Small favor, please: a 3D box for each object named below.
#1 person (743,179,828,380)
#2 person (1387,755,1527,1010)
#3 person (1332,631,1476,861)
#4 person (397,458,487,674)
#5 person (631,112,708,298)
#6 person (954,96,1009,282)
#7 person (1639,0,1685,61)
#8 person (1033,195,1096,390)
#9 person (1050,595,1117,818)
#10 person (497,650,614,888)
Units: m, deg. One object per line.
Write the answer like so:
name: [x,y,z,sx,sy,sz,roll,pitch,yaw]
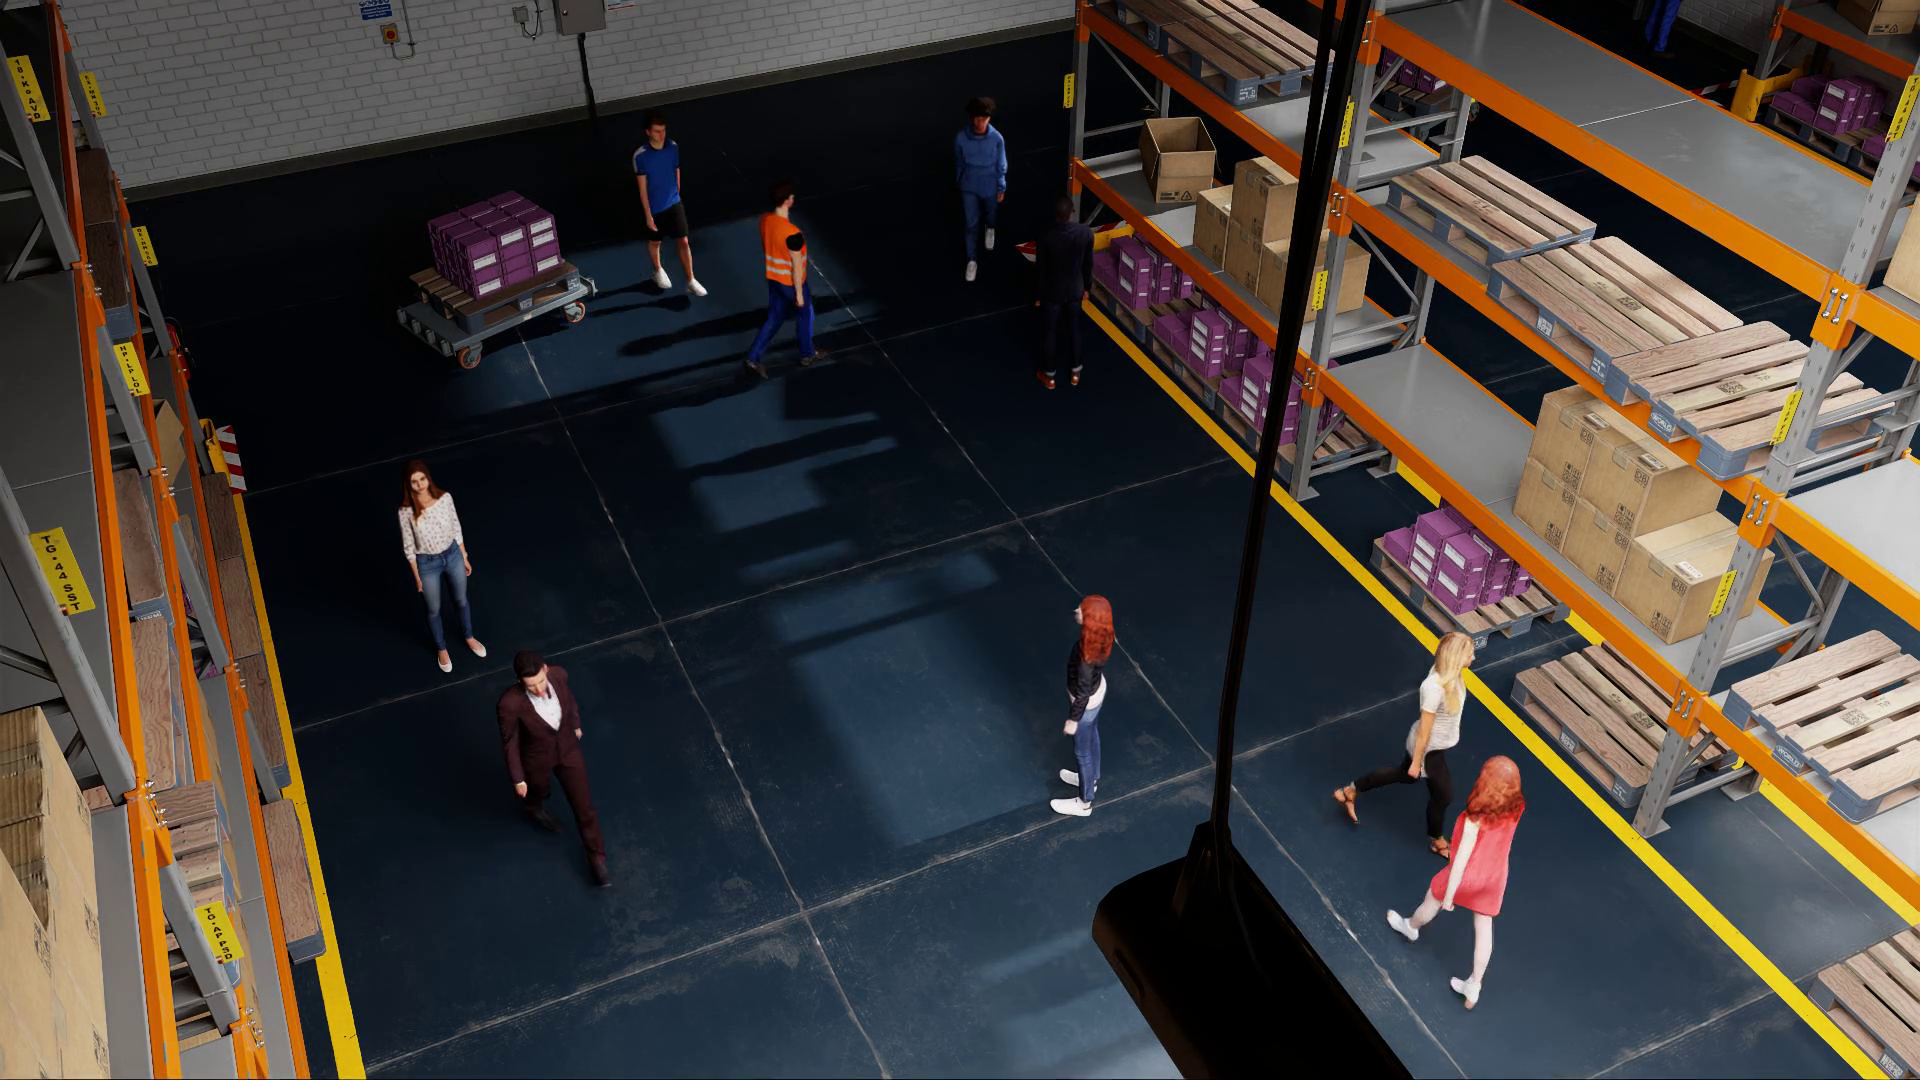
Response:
person: [-1.591,-2.243,14.600,1.167,1.861,1.005,31,48,33]
person: [2.953,1.982,9.362,0.646,1.796,0.975,-15,41,-18]
person: [2.796,1.245,10.286,1.197,1.794,1.103,14,41,17]
person: [-3.679,0.152,11.707,0.611,1.728,0.562,-24,44,-27]
person: [-2.904,-3.232,15.858,0.754,1.837,1.040,-23,44,-26]
person: [0.204,-3.502,16.247,1.036,1.774,1.241,2,39,3]
person: [8.740,-6.840,20.395,0.779,1.813,0.594,-8,39,-9]
person: [0.890,-2.163,14.534,0.731,1.817,0.640,-10,40,-12]
person: [0.799,1.037,10.553,0.730,1.787,0.662,11,40,13]
person: [-2.578,1.274,10.244,1.334,1.802,0.999,31,48,33]
